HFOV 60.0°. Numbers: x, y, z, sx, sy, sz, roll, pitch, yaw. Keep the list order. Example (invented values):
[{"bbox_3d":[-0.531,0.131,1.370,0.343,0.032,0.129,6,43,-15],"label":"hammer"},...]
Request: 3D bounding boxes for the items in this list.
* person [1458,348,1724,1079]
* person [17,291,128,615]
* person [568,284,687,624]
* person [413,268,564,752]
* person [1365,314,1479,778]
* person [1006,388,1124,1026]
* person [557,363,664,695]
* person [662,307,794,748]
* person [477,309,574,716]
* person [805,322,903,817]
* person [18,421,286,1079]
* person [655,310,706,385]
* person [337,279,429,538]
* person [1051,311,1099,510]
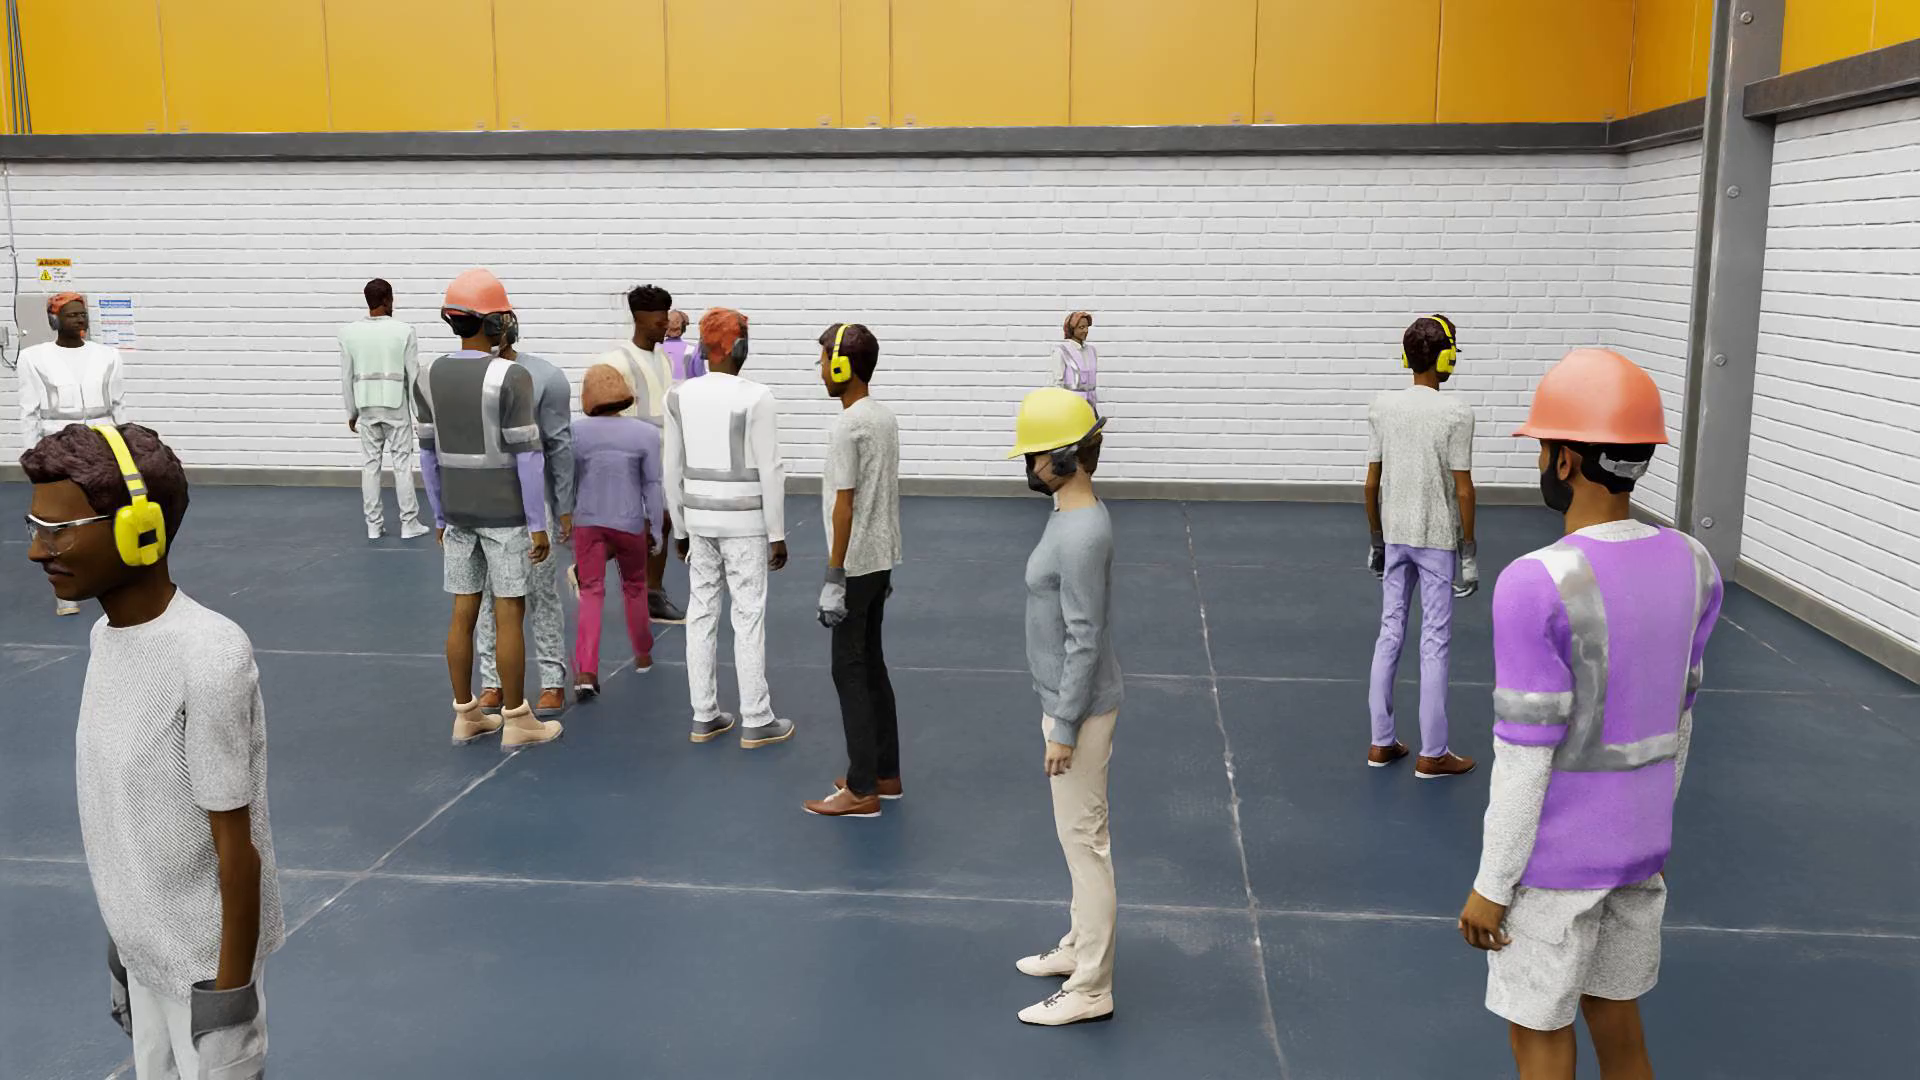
[{"bbox_3d":[1.208,0.596,3.295,0.543,1.939,0.355,-6,12,-31],"label":"person"},{"bbox_3d":[-5.182,-0.511,9.785,0.584,1.884,0.348,-10,14,-44],"label":"person"},{"bbox_3d":[-1.862,-0.475,9.427,0.619,1.943,0.609,4,11,19],"label":"person"},{"bbox_3d":[-2.003,-0.118,7.069,0.607,2.048,0.366,4,11,23],"label":"person"},{"bbox_3d":[1.878,0.028,6.742,0.328,1.872,0.510,-9,13,-42],"label":"person"},{"bbox_3d":[0.288,0.459,4.596,0.328,1.759,0.524,1,10,4],"label":"person"},{"bbox_3d":[-1.702,-0.063,8.083,0.516,1.593,0.817,-1,10,-8],"label":"person"},{"bbox_3d":[-0.994,-0.048,7.133,0.573,1.885,0.357,5,11,27],"label":"person"},{"bbox_3d":[-2.077,-0.148,7.598,0.635,1.928,0.382,0,10,-2],"label":"person"},{"bbox_3d":[-0.389,0.117,6.273,0.331,1.860,0.534,3,10,17],"label":"person"},{"bbox_3d":[-1.303,0.729,2.770,0.512,1.861,0.325,9,13,41],"label":"person"},{"bbox_3d":[-2.322,-1.058,13.617,0.516,1.640,0.314,2,10,9],"label":"person"},{"bbox_3d":[-4.249,-0.958,12.265,0.587,1.914,0.391,0,10,1],"label":"person"},{"bbox_3d":[0.923,-1.005,13.315,0.307,1.640,0.519,9,13,42],"label":"person"}]
